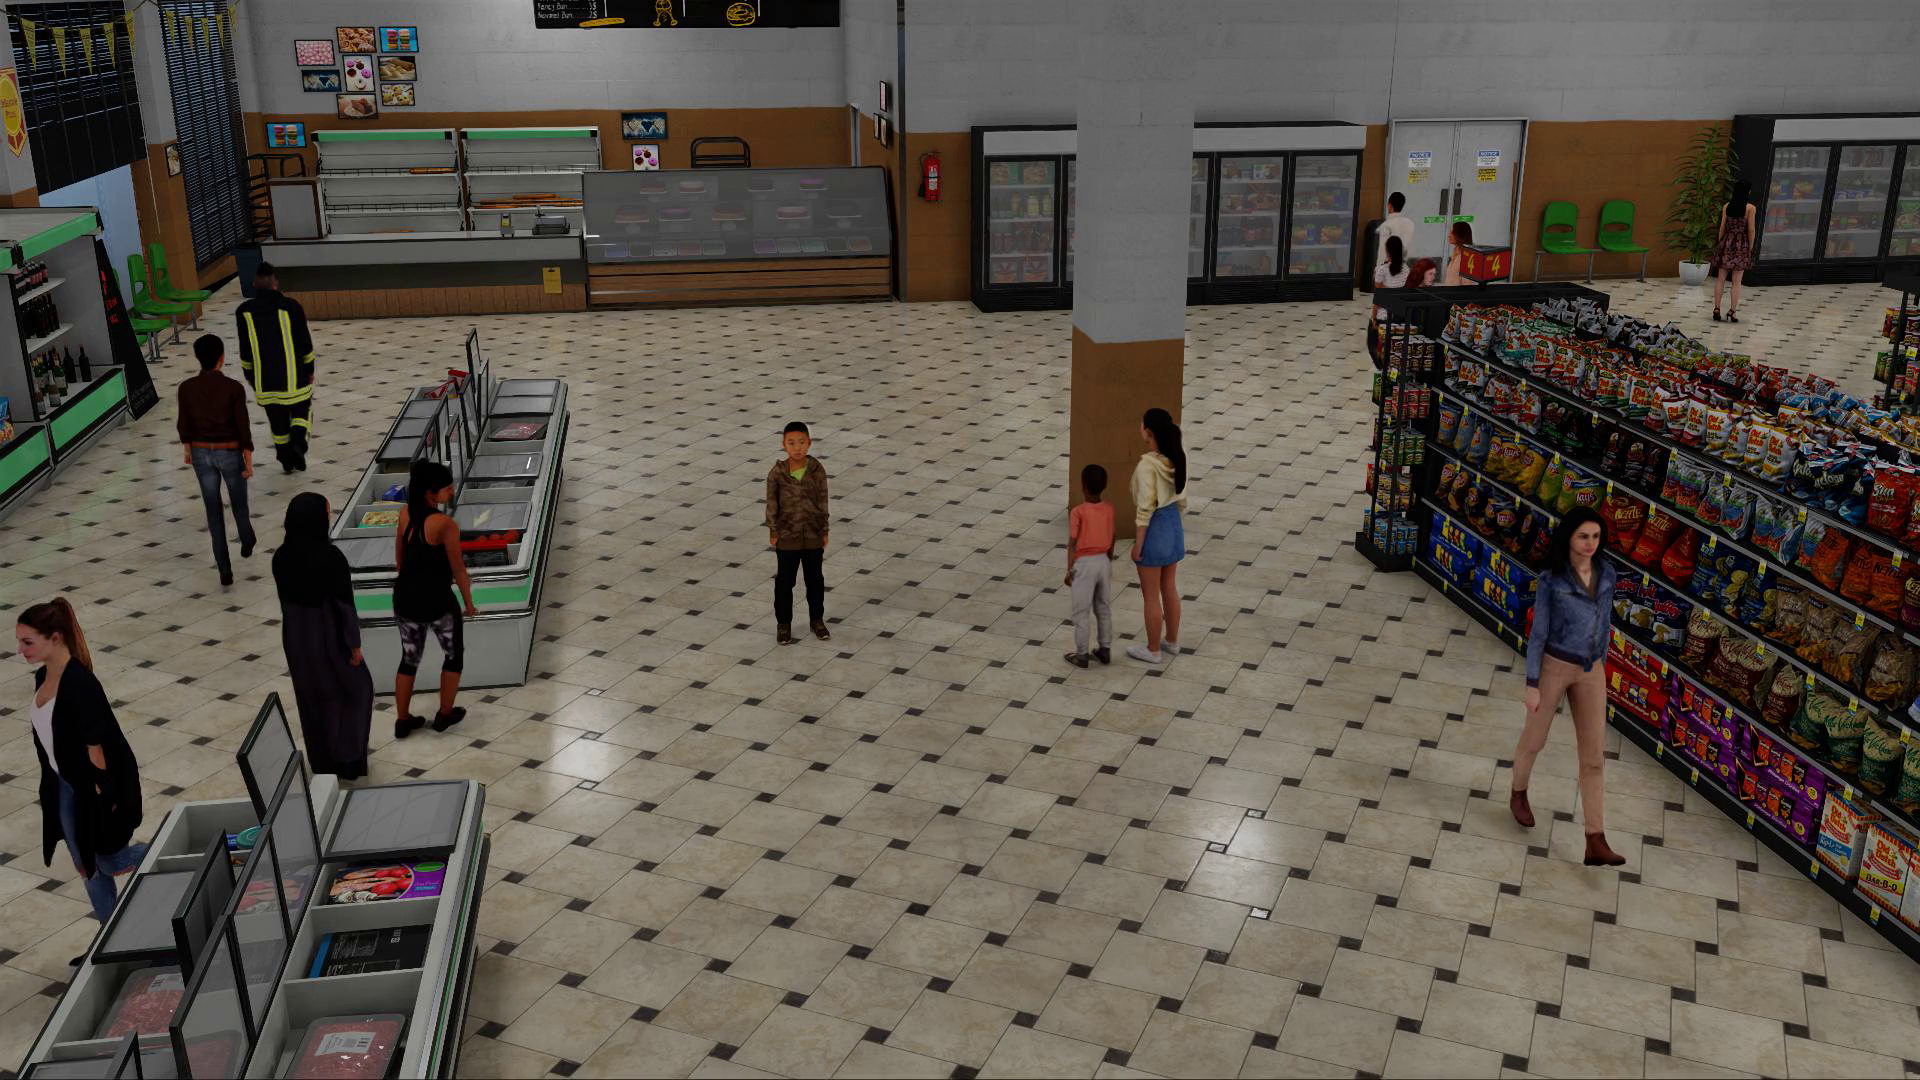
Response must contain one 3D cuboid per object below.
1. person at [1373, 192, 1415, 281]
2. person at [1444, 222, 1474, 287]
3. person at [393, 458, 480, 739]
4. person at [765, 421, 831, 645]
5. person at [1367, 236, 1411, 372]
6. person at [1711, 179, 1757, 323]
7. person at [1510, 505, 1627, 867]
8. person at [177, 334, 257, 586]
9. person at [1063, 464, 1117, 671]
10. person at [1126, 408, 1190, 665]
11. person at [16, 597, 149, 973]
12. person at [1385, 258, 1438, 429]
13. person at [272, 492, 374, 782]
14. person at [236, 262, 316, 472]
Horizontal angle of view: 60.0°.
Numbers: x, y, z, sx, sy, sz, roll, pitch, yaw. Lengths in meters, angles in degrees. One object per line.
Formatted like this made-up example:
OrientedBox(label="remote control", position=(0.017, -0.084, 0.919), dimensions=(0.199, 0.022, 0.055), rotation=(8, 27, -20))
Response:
OrientedBox(label="person", position=(5.031, -3.133, 19.345), dimensions=(0.736, 1.811, 0.697), rotation=(-11, 22, -30))
OrientedBox(label="person", position=(5.136, -2.388, 17.169), dimensions=(0.692, 1.790, 0.517), rotation=(0, 19, 0))
OrientedBox(label="person", position=(-2.977, 0.349, 9.276), dimensions=(0.742, 1.647, 0.773), rotation=(4, 19, 11))
OrientedBox(label="person", position=(-1.044, -0.060, 10.789), dimensions=(0.599, 1.455, 0.597), rotation=(-6, 19, -16))
OrientedBox(label="person", position=(4.455, -2.281, 17.101), dimensions=(0.580, 1.630, 0.645), rotation=(-5, 19, -14))
OrientedBox(label="person", position=(9.723, -3.634, 20.890), dimensions=(0.861, 1.773, 0.785), rotation=(-17, 25, -41))
OrientedBox(label="person", position=(2.927, 0.673, 8.185), dimensions=(0.686, 1.730, 1.122), rotation=(-2, 19, -6))
OrientedBox(label="person", position=(-5.253, -0.526, 11.744), dimensions=(0.724, 1.728, 1.126), rotation=(-5, 19, -14))
OrientedBox(label="person", position=(0.826, 0.170, 10.341), dimensions=(0.523, 1.306, 0.541), rotation=(-9, 21, -24))
OrientedBox(label="person", position=(1.247, -0.033, 10.434), dimensions=(0.746, 1.630, 0.721), rotation=(17, 25, 40))
OrientedBox(label="person", position=(-3.674, 1.038, 7.201), dimensions=(0.975, 1.667, 1.008), rotation=(13, 23, 34))
OrientedBox(label="person", position=(4.079, -1.669, 15.103), dimensions=(0.641, 1.748, 1.178), rotation=(-2, 19, -5))
OrientedBox(label="person", position=(-3.375, 0.542, 8.775), dimensions=(0.753, 1.601, 0.882), rotation=(2, 19, 6))
OrientedBox(label="person", position=(-5.866, -1.453, 14.308), dimensions=(0.773, 1.845, 0.842), rotation=(-4, 19, -12))
